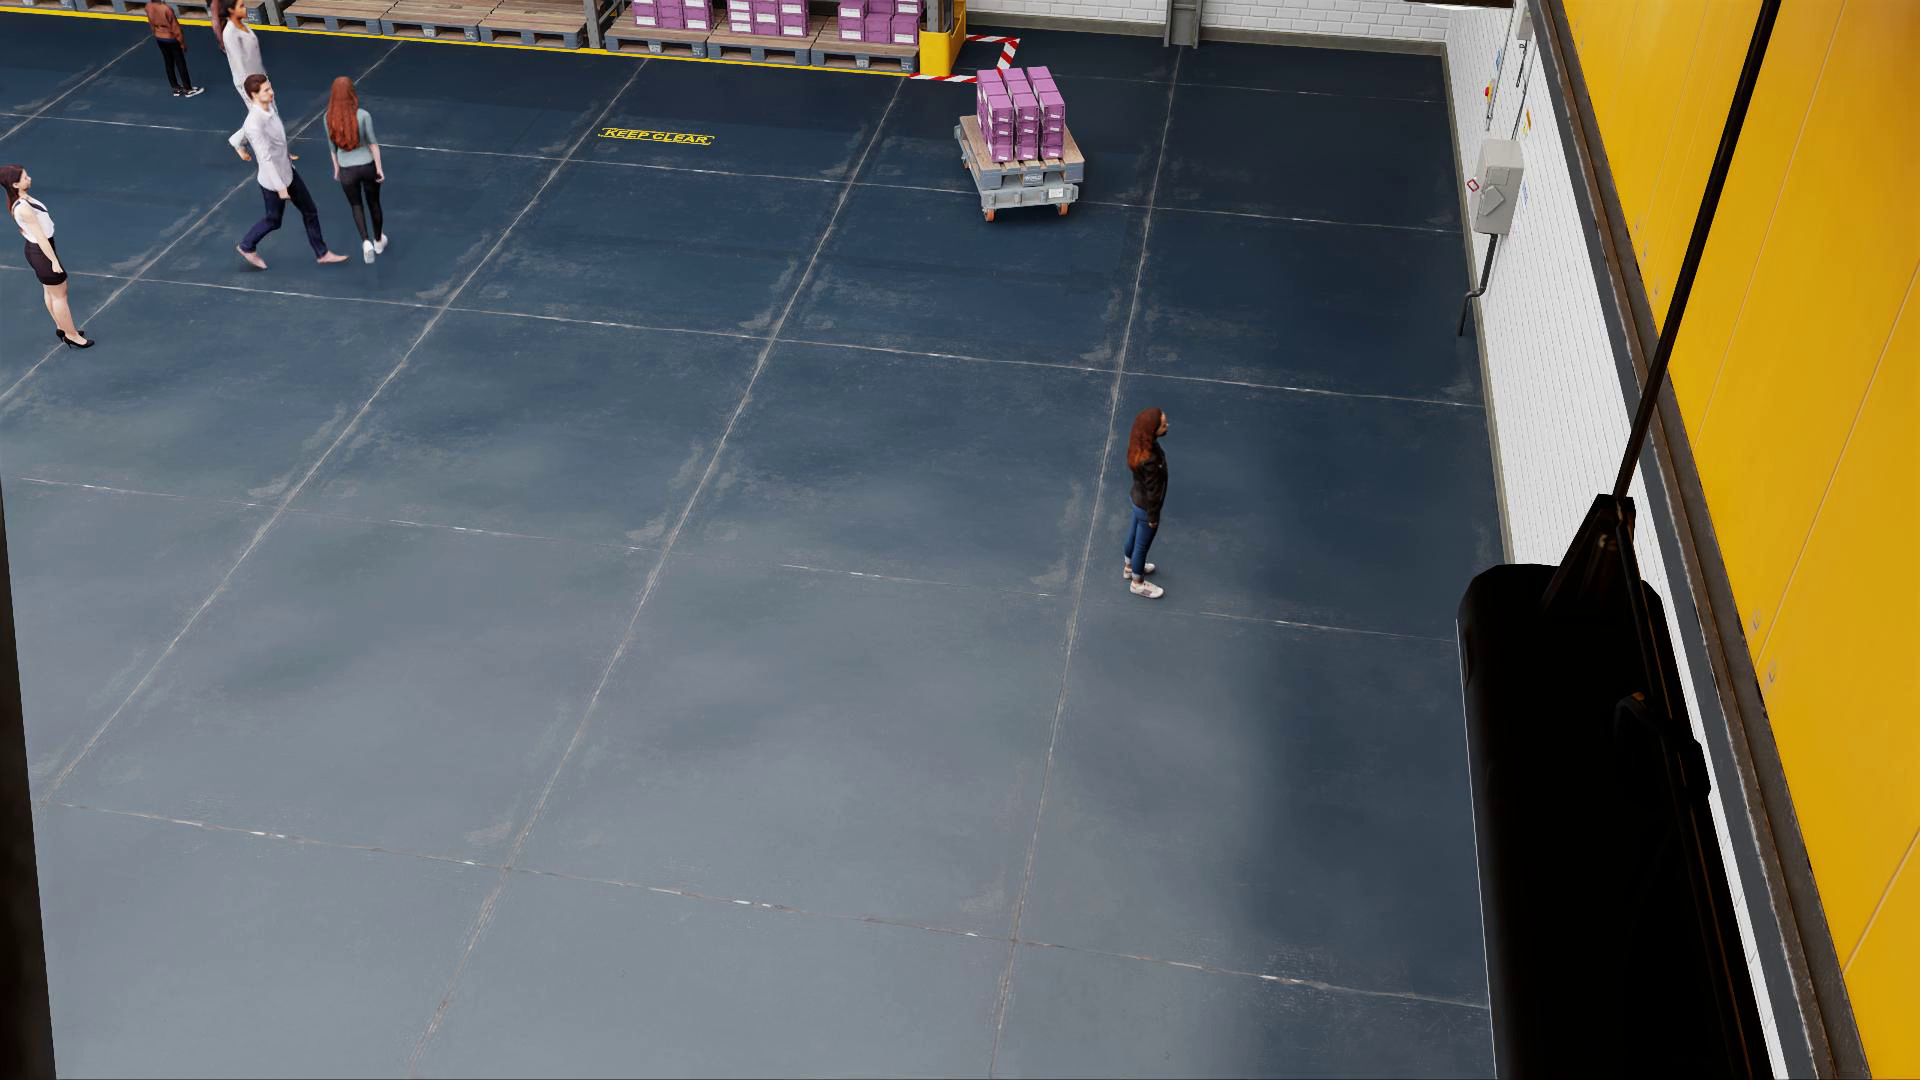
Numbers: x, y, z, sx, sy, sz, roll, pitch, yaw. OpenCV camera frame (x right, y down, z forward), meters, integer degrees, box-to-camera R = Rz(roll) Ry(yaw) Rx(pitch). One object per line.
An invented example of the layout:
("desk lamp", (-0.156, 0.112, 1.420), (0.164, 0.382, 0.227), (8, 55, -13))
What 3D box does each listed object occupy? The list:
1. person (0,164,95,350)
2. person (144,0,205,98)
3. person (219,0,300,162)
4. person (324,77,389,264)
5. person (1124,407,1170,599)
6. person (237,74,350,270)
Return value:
("person", (-7.589, -2.346, 13.777), (0.695, 1.649, 0.619), (-28, 46, -31))
("person", (-8.534, -5.398, 17.914), (0.461, 1.254, 0.611), (13, 40, 15))
("person", (-7.086, -4.531, 16.457), (0.875, 1.719, 0.706), (1, 39, 1))
("person", (-5.376, -3.253, 14.849), (0.998, 1.727, 0.897), (-8, 39, -10))
("person", (1.260, -0.279, 11.321), (0.607, 1.483, 0.623), (-5, 39, -7))
("person", (-6.133, -3.209, 14.722), (1.193, 1.818, 0.768), (2, 39, 3))
